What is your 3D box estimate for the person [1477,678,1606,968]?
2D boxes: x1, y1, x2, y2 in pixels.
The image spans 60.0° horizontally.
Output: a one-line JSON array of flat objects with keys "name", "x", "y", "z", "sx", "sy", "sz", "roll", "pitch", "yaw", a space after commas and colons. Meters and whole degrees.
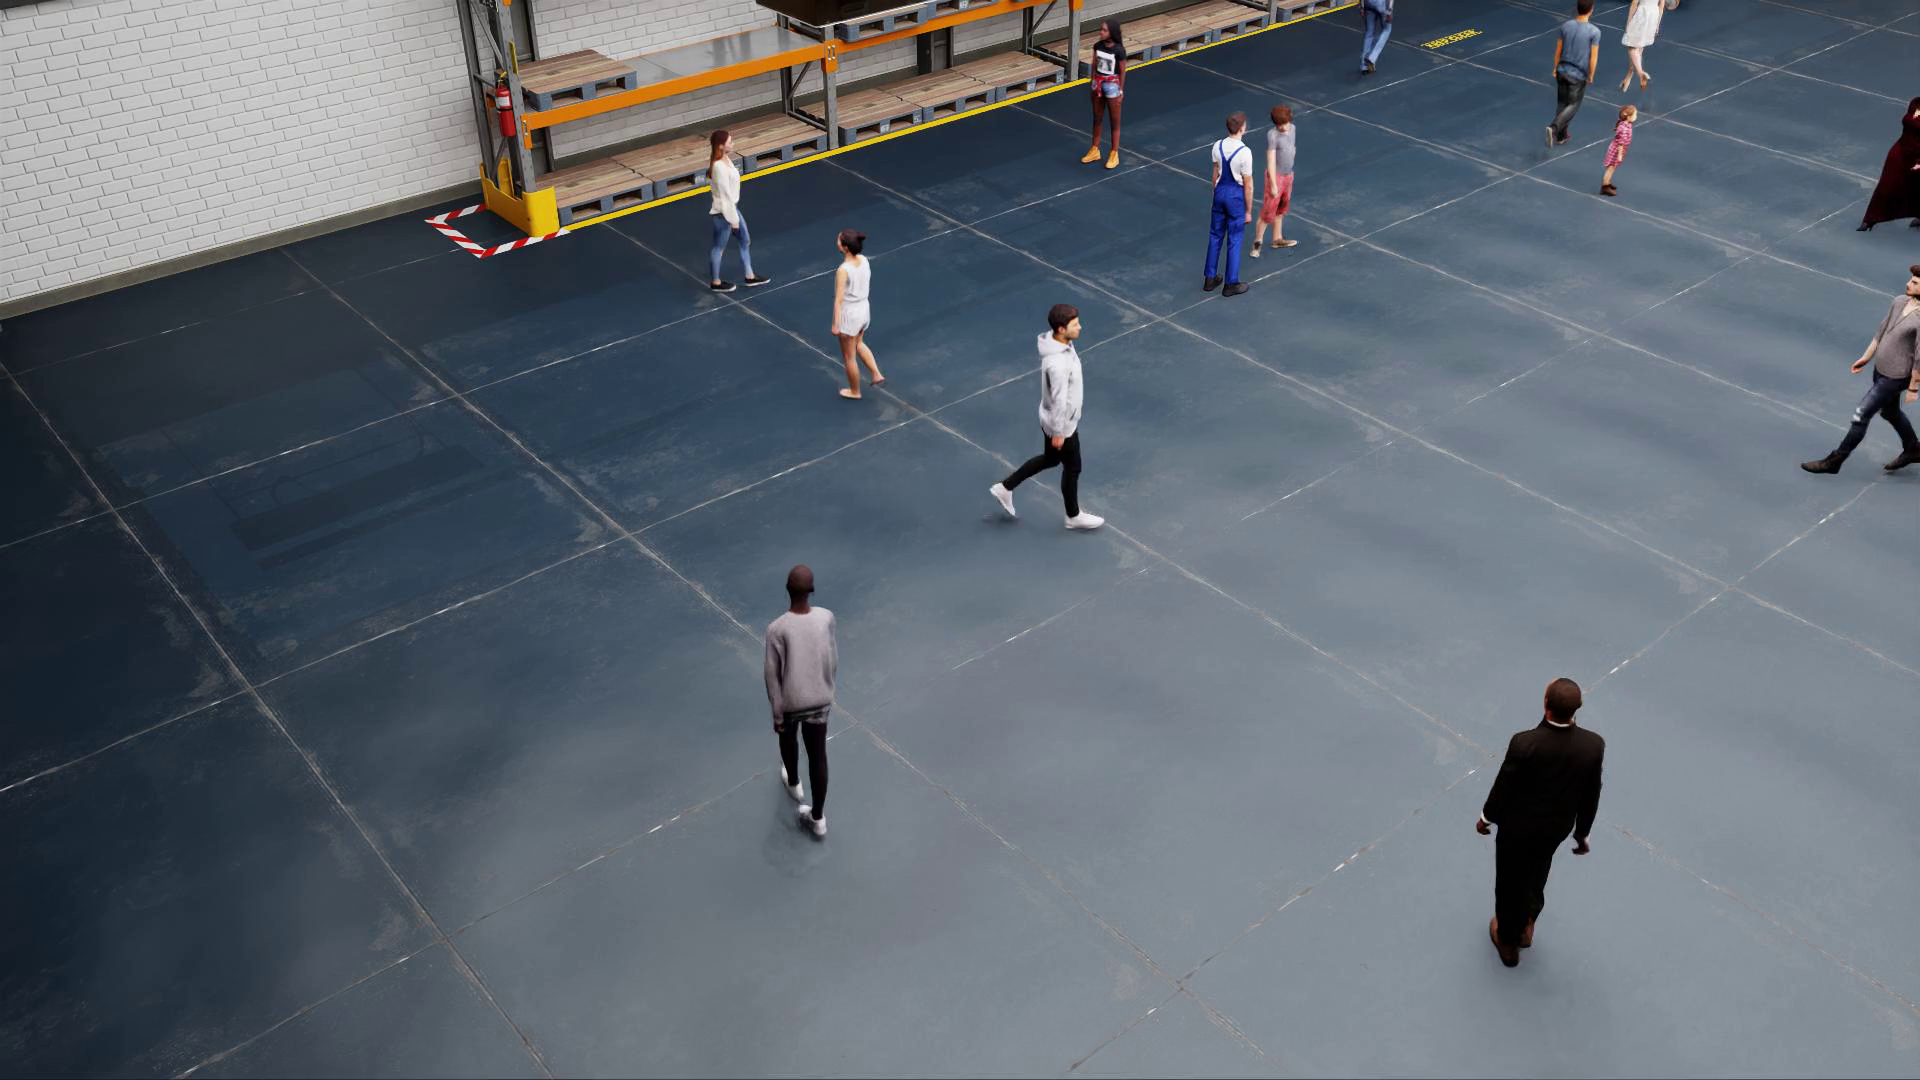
[{"name": "person", "x": 3.127, "y": 1.585, "z": 8.954, "sx": 0.823, "sy": 1.898, "sz": 0.907, "roll": -1, "pitch": 34, "yaw": -1}]

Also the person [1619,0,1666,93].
[{"name": "person", "x": 8.778, "y": -6.538, "z": 21.305, "sx": 1.032, "sy": 1.754, "sz": 1.055, "roll": 0, "pitch": 34, "yaw": 1}]

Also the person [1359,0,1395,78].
[{"name": "person", "x": 5.466, "y": -6.981, "z": 21.948, "sx": 0.715, "sy": 1.780, "sz": 0.689, "roll": 23, "pitch": 40, "yaw": 30}]

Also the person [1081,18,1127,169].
[{"name": "person", "x": 1.715, "y": -5.204, "z": 19.323, "sx": 0.662, "sy": 1.726, "sz": 0.653, "roll": 24, "pitch": 40, "yaw": 31}]

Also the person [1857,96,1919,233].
[{"name": "person", "x": 10.179, "y": -4.055, "z": 17.607, "sx": 1.164, "sy": 1.712, "sz": 0.863, "roll": -13, "pitch": 36, "yaw": -18}]

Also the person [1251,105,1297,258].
[{"name": "person", "x": 3.322, "y": -3.776, "z": 17.272, "sx": 0.861, "sy": 1.619, "sz": 0.495, "roll": 18, "pitch": 38, "yaw": 25}]

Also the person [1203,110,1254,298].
[{"name": "person", "x": 2.651, "y": -3.318, "z": 16.376, "sx": 0.649, "sy": 1.848, "sz": 0.596, "roll": 27, "pitch": 42, "yaw": 35}]

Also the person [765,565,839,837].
[{"name": "person", "x": -0.926, "y": 1.018, "z": 9.961, "sx": 0.900, "sy": 1.728, "sz": 0.840, "roll": -19, "pitch": 38, "yaw": -26}]

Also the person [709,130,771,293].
[{"name": "person", "x": -2.392, "y": -3.210, "z": 16.372, "sx": 0.981, "sy": 1.673, "sz": 0.911, "roll": 0, "pitch": 34, "yaw": 1}]

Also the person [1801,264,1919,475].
[{"name": "person", "x": 7.585, "y": -1.325, "z": 13.362, "sx": 1.255, "sy": 1.865, "sz": 1.212, "roll": 4, "pitch": 34, "yaw": 5}]

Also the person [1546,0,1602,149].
[{"name": "person", "x": 7.237, "y": -5.516, "z": 19.733, "sx": 0.717, "sy": 1.792, "sz": 0.991, "roll": 28, "pitch": 42, "yaw": 35}]

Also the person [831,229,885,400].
[{"name": "person", "x": -0.867, "y": -1.945, "z": 14.538, "sx": 0.734, "sy": 1.596, "sz": 0.662, "roll": 17, "pitch": 37, "yaw": 23}]

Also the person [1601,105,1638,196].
[{"name": "person", "x": 7.422, "y": -4.414, "z": 18.773, "sx": 0.564, "sy": 1.019, "sz": 0.492, "roll": 10, "pitch": 35, "yaw": 15}]

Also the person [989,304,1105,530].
[{"name": "person", "x": 0.665, "y": -0.917, "z": 12.713, "sx": 1.229, "sy": 1.904, "sz": 1.154, "roll": 2, "pitch": 34, "yaw": 3}]
